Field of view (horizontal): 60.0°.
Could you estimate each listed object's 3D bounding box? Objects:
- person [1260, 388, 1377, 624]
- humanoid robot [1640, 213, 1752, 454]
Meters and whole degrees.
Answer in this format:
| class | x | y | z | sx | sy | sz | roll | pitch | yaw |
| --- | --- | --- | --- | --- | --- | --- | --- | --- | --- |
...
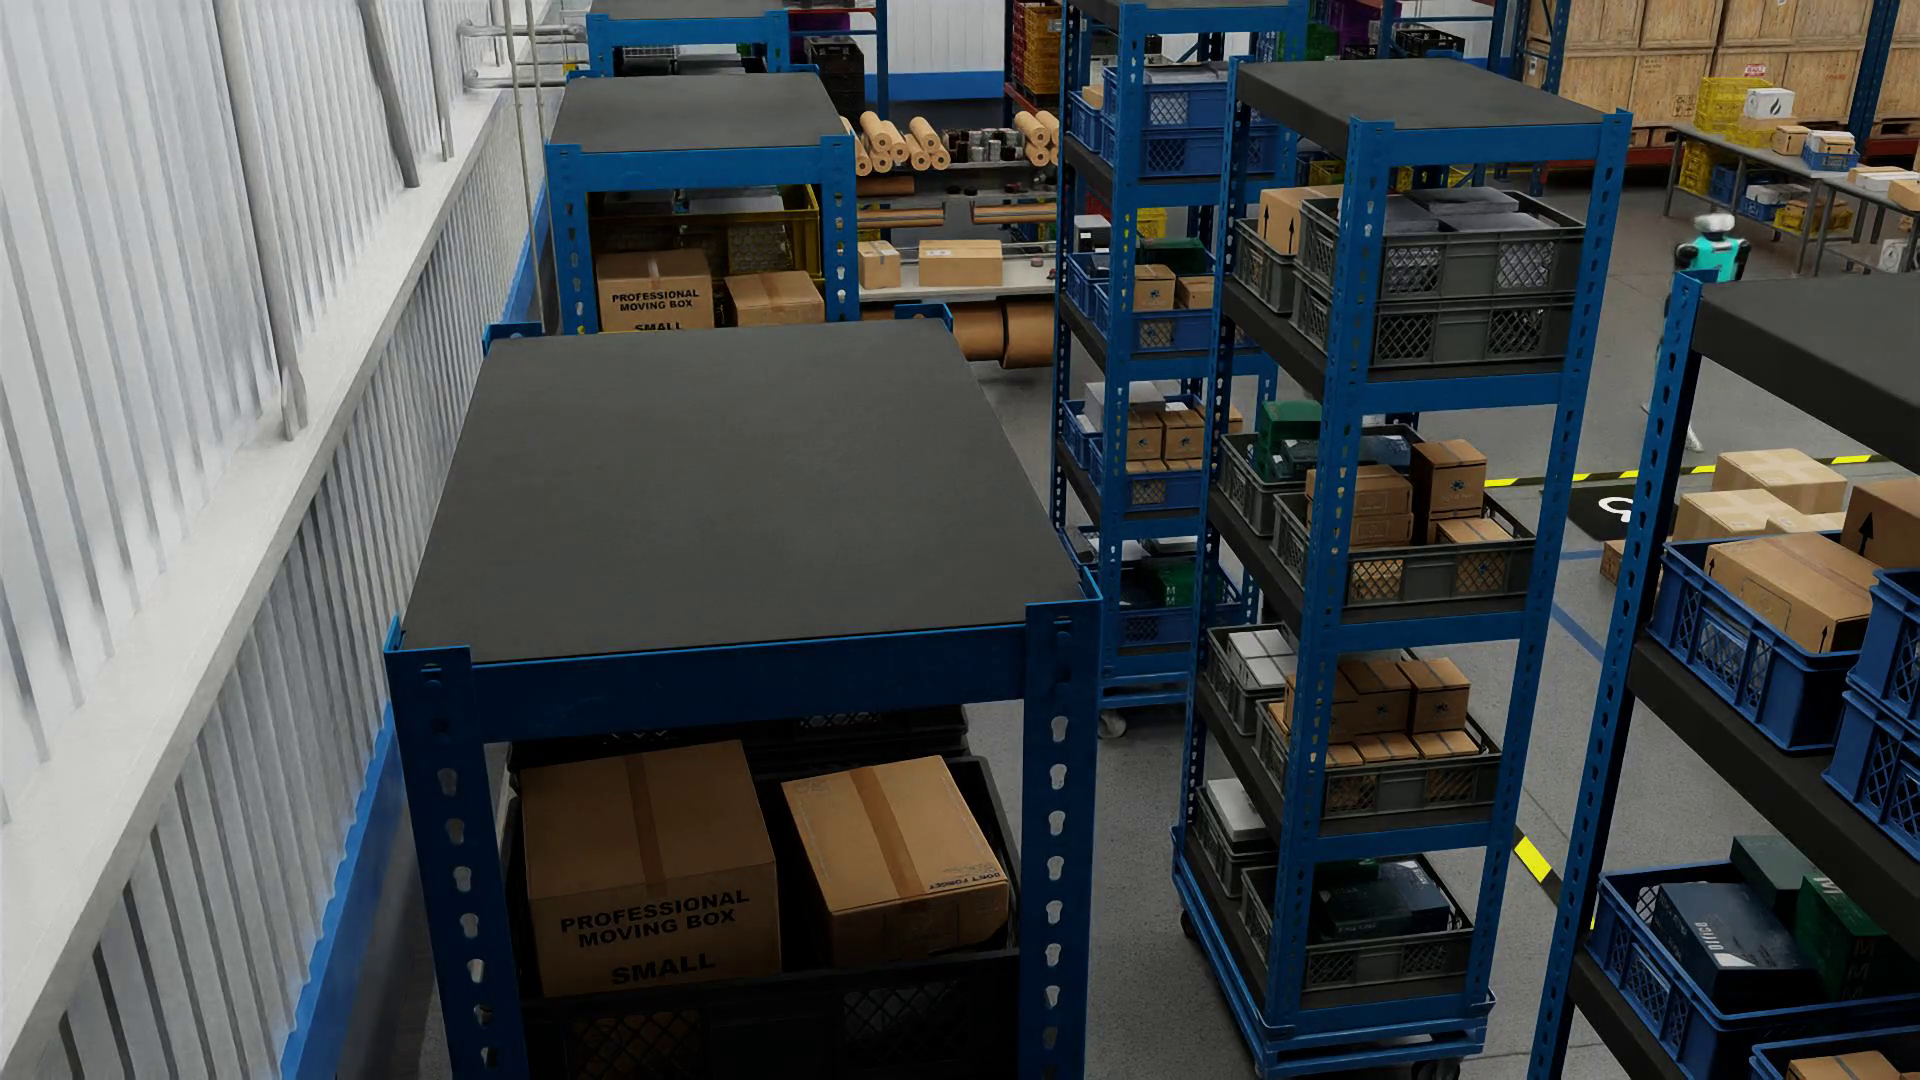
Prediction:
| class | x | y | z | sx | sy | sz | roll | pitch | yaw |
| --- | --- | --- | --- | --- | --- | --- | --- | --- | --- |
| person | 1.826 | -0.110 | 8.677 | 0.589 | 1.820 | 0.861 | -3 | 25 | -7 |
| humanoid robot | 5.141 | -1.523 | 11.903 | 0.555 | 1.760 | 1.043 | -4 | 25 | -9 |
